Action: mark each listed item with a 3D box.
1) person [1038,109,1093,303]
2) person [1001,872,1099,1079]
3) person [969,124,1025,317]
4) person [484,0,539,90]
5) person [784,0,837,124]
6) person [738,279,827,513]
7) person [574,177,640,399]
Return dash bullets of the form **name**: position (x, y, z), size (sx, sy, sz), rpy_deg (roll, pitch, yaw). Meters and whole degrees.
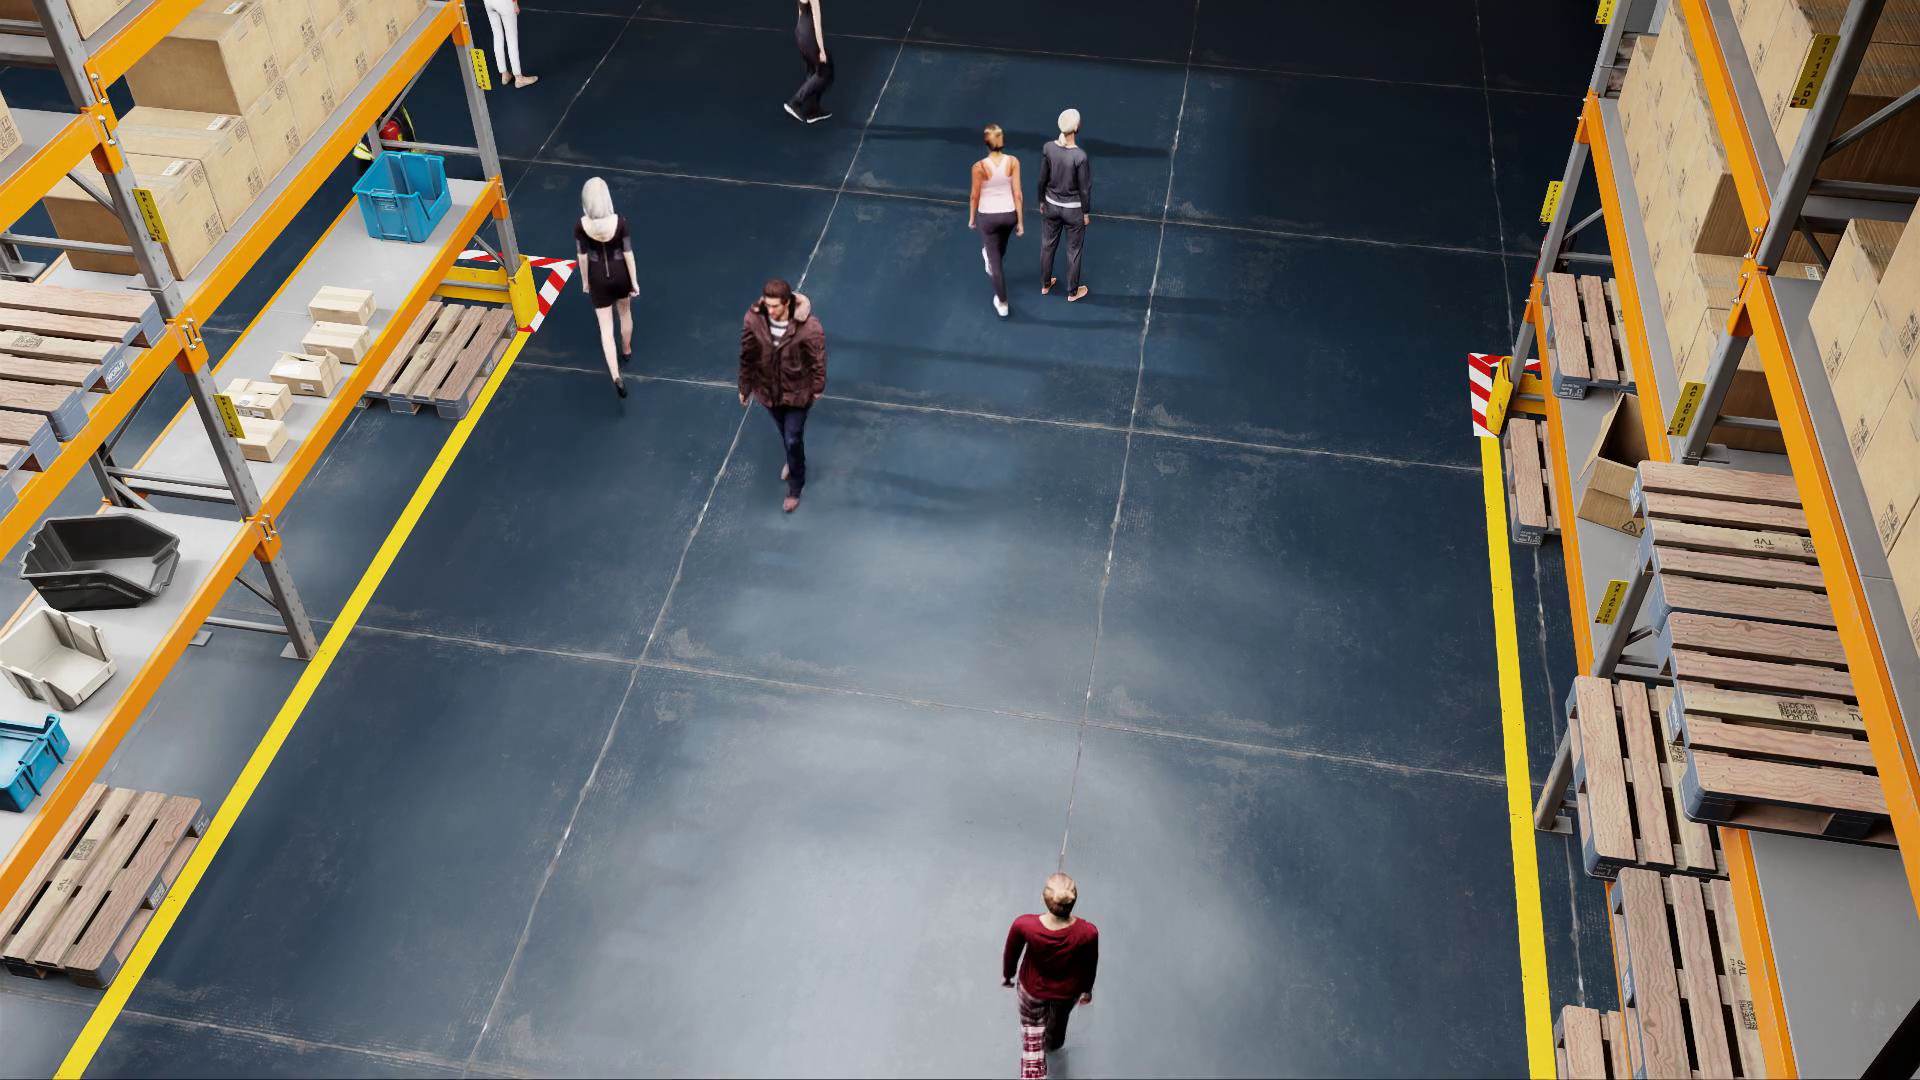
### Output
- **person**: position (0.859, -2.760, 13.674), size (0.677, 1.726, 0.628), rpy_deg (21, 47, 20)
- **person**: position (0.458, 2.299, 8.401), size (0.701, 1.675, 0.990), rpy_deg (2, 44, 2)
- **person**: position (0.330, -2.571, 13.568), size (0.872, 1.598, 1.132), rpy_deg (-10, 44, -10)
- **person**: position (-4.518, -5.265, 16.327), size (0.618, 1.694, 0.641), rpy_deg (21, 48, 21)
- **person**: position (-1.495, -4.704, 15.708), size (0.865, 1.733, 0.823), rpy_deg (-19, 47, -19)
- **person**: position (-1.222, -1.155, 11.921), size (0.833, 1.820, 0.934), rpy_deg (15, 46, 15)
- **person**: position (-2.682, -1.908, 12.724), size (0.857, 1.801, 1.182), rpy_deg (-7, 44, -8)
